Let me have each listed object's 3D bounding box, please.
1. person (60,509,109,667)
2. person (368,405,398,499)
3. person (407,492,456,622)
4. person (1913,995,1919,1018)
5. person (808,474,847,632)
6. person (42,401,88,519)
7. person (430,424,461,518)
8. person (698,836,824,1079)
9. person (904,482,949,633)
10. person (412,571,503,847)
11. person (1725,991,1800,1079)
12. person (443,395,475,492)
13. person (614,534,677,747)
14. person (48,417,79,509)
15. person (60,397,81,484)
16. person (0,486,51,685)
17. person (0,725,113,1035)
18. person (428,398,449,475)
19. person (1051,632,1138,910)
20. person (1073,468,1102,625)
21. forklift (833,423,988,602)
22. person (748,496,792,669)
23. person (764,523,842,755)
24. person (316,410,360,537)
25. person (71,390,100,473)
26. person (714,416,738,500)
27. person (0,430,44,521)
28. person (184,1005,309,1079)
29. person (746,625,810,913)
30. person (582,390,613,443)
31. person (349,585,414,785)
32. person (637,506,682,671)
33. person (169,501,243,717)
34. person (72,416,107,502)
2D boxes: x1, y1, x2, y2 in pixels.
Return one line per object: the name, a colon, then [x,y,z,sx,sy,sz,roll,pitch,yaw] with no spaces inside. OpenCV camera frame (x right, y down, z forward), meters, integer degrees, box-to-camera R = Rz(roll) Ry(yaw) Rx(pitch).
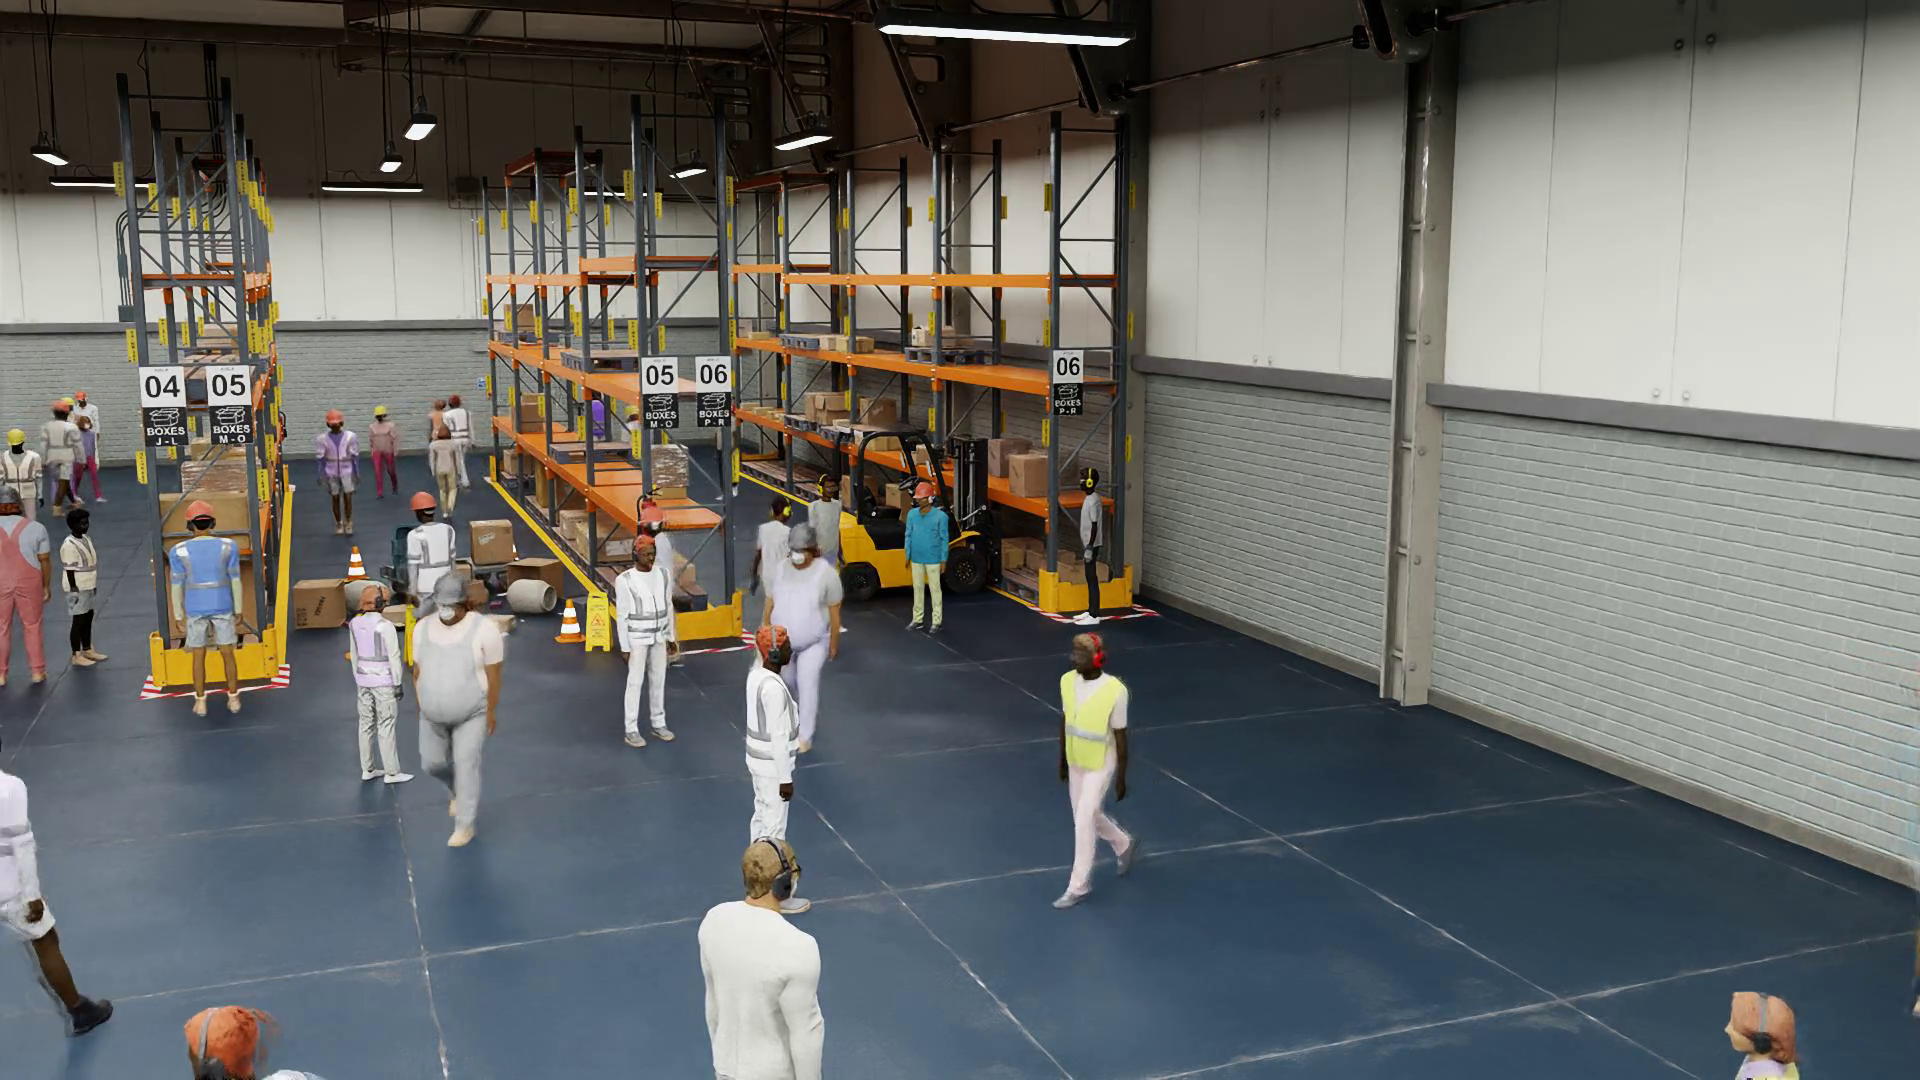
person: [-9.304,0.503,17.600,0.320,1.686,0.539,-1,9,-7]
person: [-10.737,-1.658,31.029,0.530,1.736,0.801,0,9,-2]
person: [-5.420,0.458,17.126,0.400,1.925,0.630,7,11,36]
person: [5.568,1.727,8.869,0.619,2.012,0.854,-5,10,-29]
person: [-1.523,0.165,19.146,0.328,1.872,0.513,8,12,40]
person: [-15.345,-1.385,28.542,0.635,1.982,1.065,1,9,4]
person: [-8.739,-1.154,28.246,0.504,1.620,0.550,-2,9,-10]
person: [-0.786,2.124,6.646,0.625,1.930,0.380,7,12,39]
person: [-0.404,0.199,19.295,0.576,1.749,0.334,5,10,29]
person: [-3.671,1.191,12.150,0.679,2.000,0.667,1,9,6]
person: [2.921,2.390,5.990,0.854,1.596,0.520,6,11,31]
person: [-9.682,-1.866,31.961,0.839,1.846,0.623,9,12,43]
person: [-2.759,0.877,14.648,0.337,1.878,0.577,8,12,43]
person: [-15.953,-1.425,29.548,0.538,1.747,0.429,-2,9,-15]
person: [-17.506,-1.929,32.657,0.324,1.766,0.528,-3,9,-17]
person: [-9.592,0.442,16.863,0.685,2.000,0.535,-5,10,-28]
person: [-5.106,1.793,8.897,0.605,1.873,0.735,3,10,19]
person: [-10.649,-2.079,34.043,0.521,1.630,0.423,2,9,11]
person: [0.920,1.483,11.028,0.813,1.817,0.575,-7,11,-38]
person: [1.524,0.073,19.725,0.328,1.872,0.514,0,9,2]
forklift: [-0.830,-0.399,21.676,2.313,2.155,1.214,-4,10,-21]
person: [-1.895,0.439,17.611,0.632,1.806,0.996,7,12,39]
person: [-1.369,0.797,14.629,0.696,2.000,0.794,3,10,18]
person: [-9.824,-1.032,26.264,0.639,2.001,0.963,-3,9,-18]
person: [-18.347,-2.270,34.879,0.575,1.739,0.348,-1,9,-9]
person: [-4.318,-1.672,30.813,0.576,1.849,0.556,3,10,20]
person: [-13.632,-0.652,24.145,0.585,1.916,0.388,-4,10,-24]
person: [-2.094,2.374,5.339,0.717,1.854,0.584,1,9,9]
person: [-1.210,1.480,10.826,0.355,1.883,0.574,-4,10,-22]
person: [-7.382,-2.157,33.869,0.629,1.836,0.429,-5,10,-27]
person: [-4.735,1.173,13.524,0.513,1.640,0.309,5,10,27]
person: [-3.227,0.511,17.401,0.664,1.725,0.593,-3,9,-17]
person: [-7.078,0.642,15.643,0.612,2.034,0.406,-5,10,-28]
person: [-16.002,-1.483,30.378,0.815,1.590,0.482,6,11,33]
